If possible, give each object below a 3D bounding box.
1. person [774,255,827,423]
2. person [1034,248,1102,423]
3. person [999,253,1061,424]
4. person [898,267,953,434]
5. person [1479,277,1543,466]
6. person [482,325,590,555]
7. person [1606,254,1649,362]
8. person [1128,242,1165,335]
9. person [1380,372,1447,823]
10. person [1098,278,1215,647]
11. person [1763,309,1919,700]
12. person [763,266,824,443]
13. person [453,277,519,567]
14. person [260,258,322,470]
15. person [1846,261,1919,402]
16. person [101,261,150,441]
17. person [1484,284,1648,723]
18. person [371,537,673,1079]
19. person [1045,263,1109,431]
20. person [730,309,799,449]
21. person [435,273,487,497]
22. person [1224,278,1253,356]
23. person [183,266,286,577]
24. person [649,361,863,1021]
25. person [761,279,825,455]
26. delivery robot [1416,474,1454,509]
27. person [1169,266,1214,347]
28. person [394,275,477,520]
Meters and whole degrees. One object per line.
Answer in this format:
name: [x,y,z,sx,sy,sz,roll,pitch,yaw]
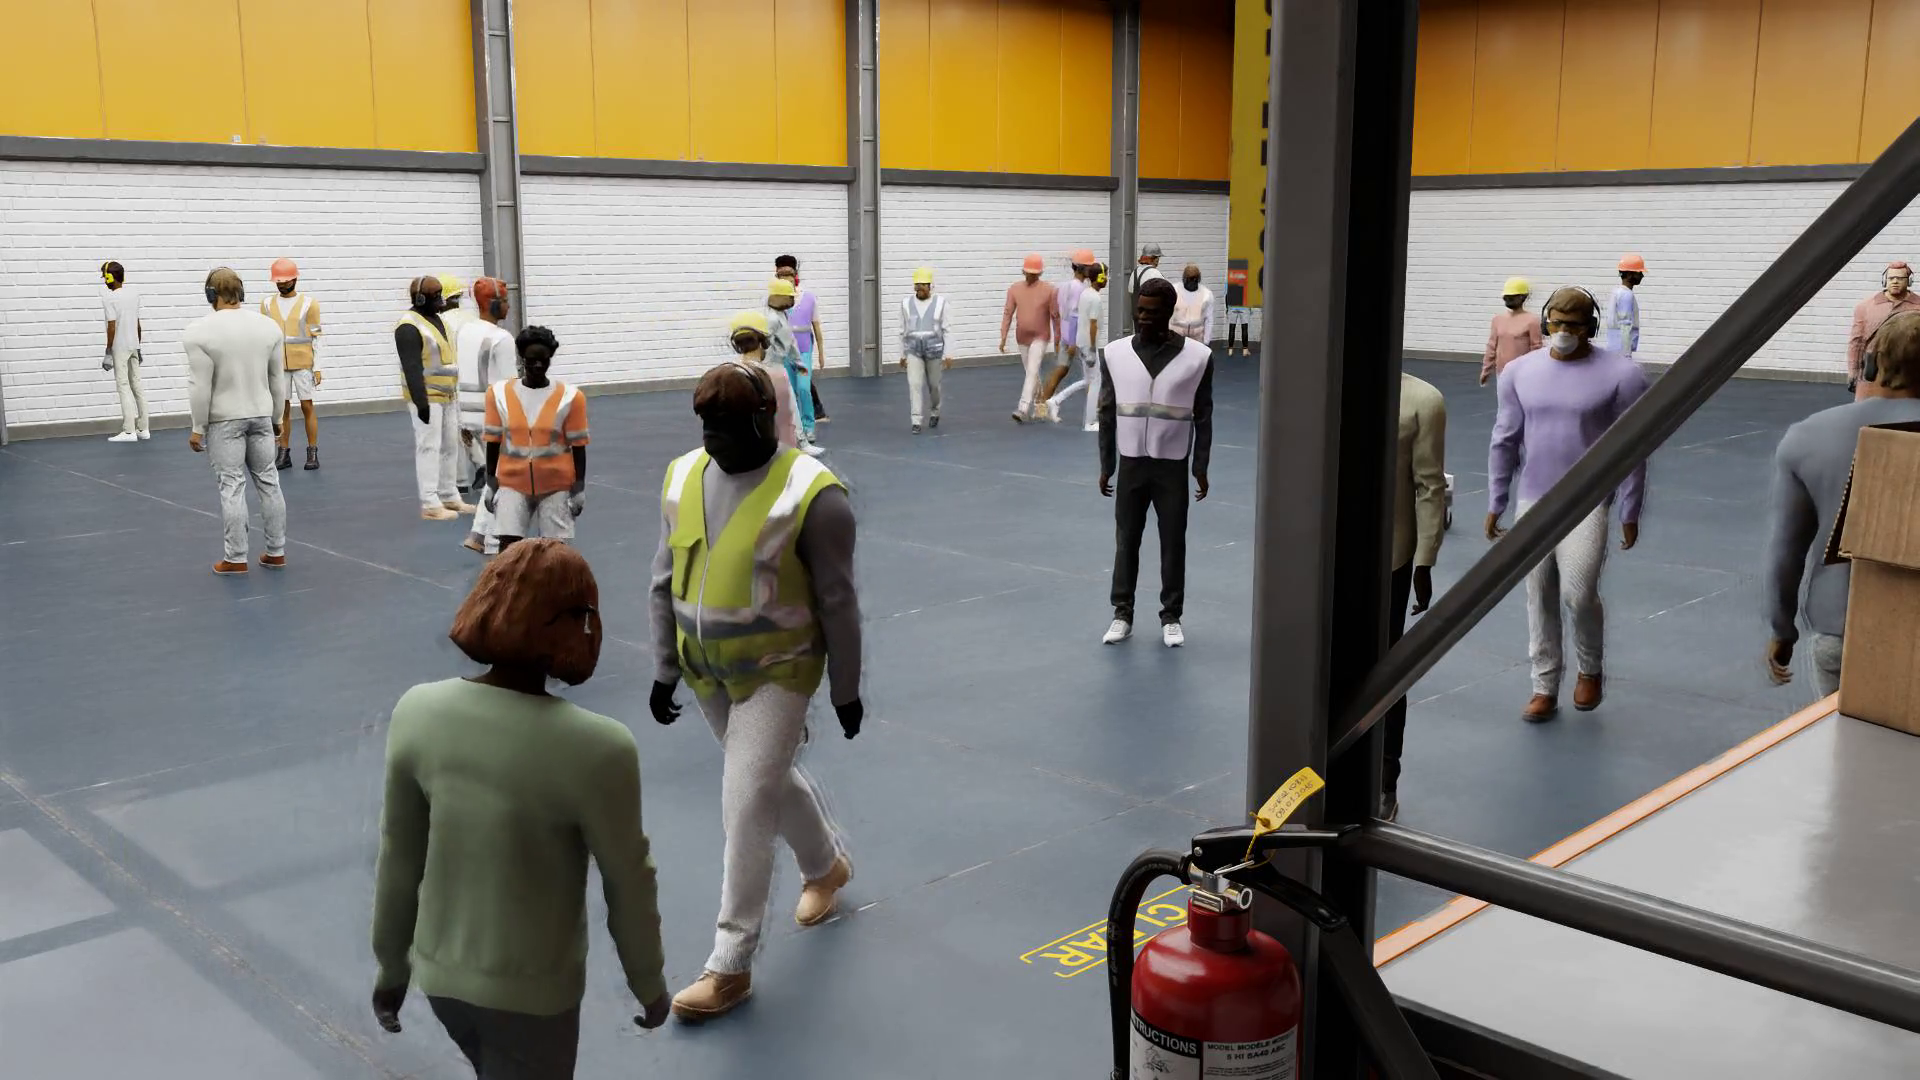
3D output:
person: [-1.953,-2.266,18.849,0.910,1.923,0.623,-3,11,-17]
person: [1.320,-2.291,18.800,1.056,1.989,0.657,-1,10,-5]
person: [0.793,-2.285,18.923,0.651,1.914,1.035,5,12,27]
person: [-0.374,-2.076,18.138,0.599,1.798,0.882,1,10,7]
person: [5.016,-1.519,15.215,0.528,1.745,0.539,-6,12,-31]
person: [-2.174,-0.267,8.555,0.545,1.680,0.367,-1,10,-6]
person: [6.920,-1.995,17.305,0.358,1.936,0.552,2,11,12]
person: [2.666,-3.109,23.098,0.537,2.000,0.683,-5,12,-26]
person: [1.423,0.049,6.010,0.617,1.989,0.392,7,13,35]
person: [1.015,-0.401,8.672,0.590,1.916,0.391,2,11,13]
person: [2.813,0.268,5.021,0.743,1.910,0.635,-10,14,-44]
person: [-1.716,-1.900,17.105,0.599,1.813,0.580,1,10,5]
person: [-2.986,-0.751,10.708,0.600,1.866,0.421,10,14,42]
person: [-6.084,-1.593,15.137,0.542,1.929,0.369,-1,10,-4]
person: [7.960,-1.424,14.274,0.642,1.909,0.410,6,12,30]
person: [-8.696,-1.950,17.262,0.329,1.865,0.512,2,11,11]
person: [2.619,-0.143,7.248,0.650,1.923,0.432,9,13,39]
person: [-0.780,0.791,2.990,0.524,1.609,0.503,5,12,26]
person: [1.311,-2.082,18.068,0.648,1.838,0.559,-2,11,-11]
person: [-1.143,-0.371,8.979,0.552,1.735,0.581,9,14,40]
person: [-4.115,-1.250,13.554,0.410,1.818,0.613,5,11,24]
person: [4.945,-4.102,29.464,0.532,1.693,0.319,4,11,21]
person: [-4.530,-0.735,10.437,0.371,1.938,0.627,8,13,39]
person: [-0.564,0.370,4.839,0.632,1.799,0.951,7,12,33]
person: [-1.665,-1.641,16.009,0.847,1.706,0.503,1,10,4]
delivery robot: [3.281,-0.410,12.177,0.477,0.478,0.707,-4,11,-22]
person: [2.718,-2.415,20.061,0.689,1.765,0.991,-1,10,-4]
person: [-3.977,-1.066,12.526,0.429,1.835,0.648,1,10,7]
